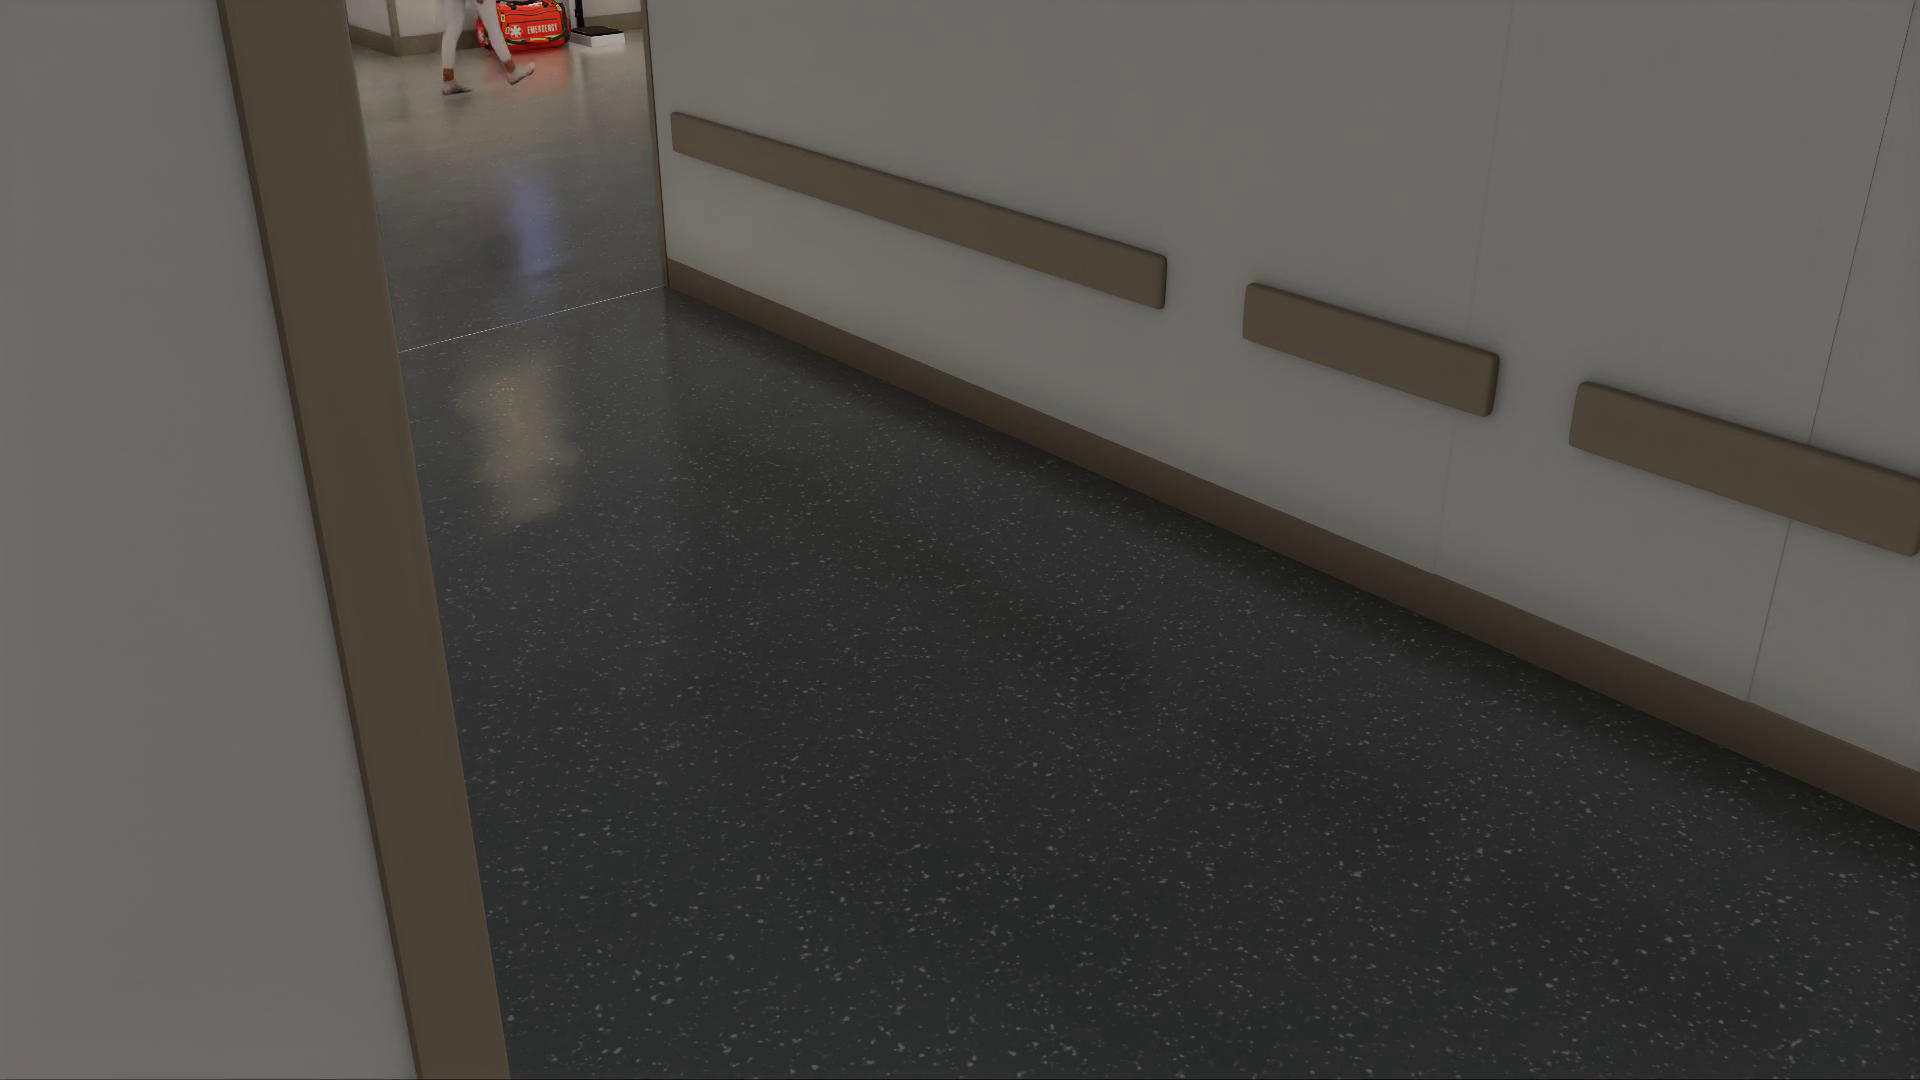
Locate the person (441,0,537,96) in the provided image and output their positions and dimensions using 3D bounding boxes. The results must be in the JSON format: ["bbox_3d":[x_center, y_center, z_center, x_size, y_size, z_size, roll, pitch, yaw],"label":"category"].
[{"bbox_3d":[-3.758,-4.149,12.412,0.822,1.662,1.151,16,30,29],"label":"person"}]
